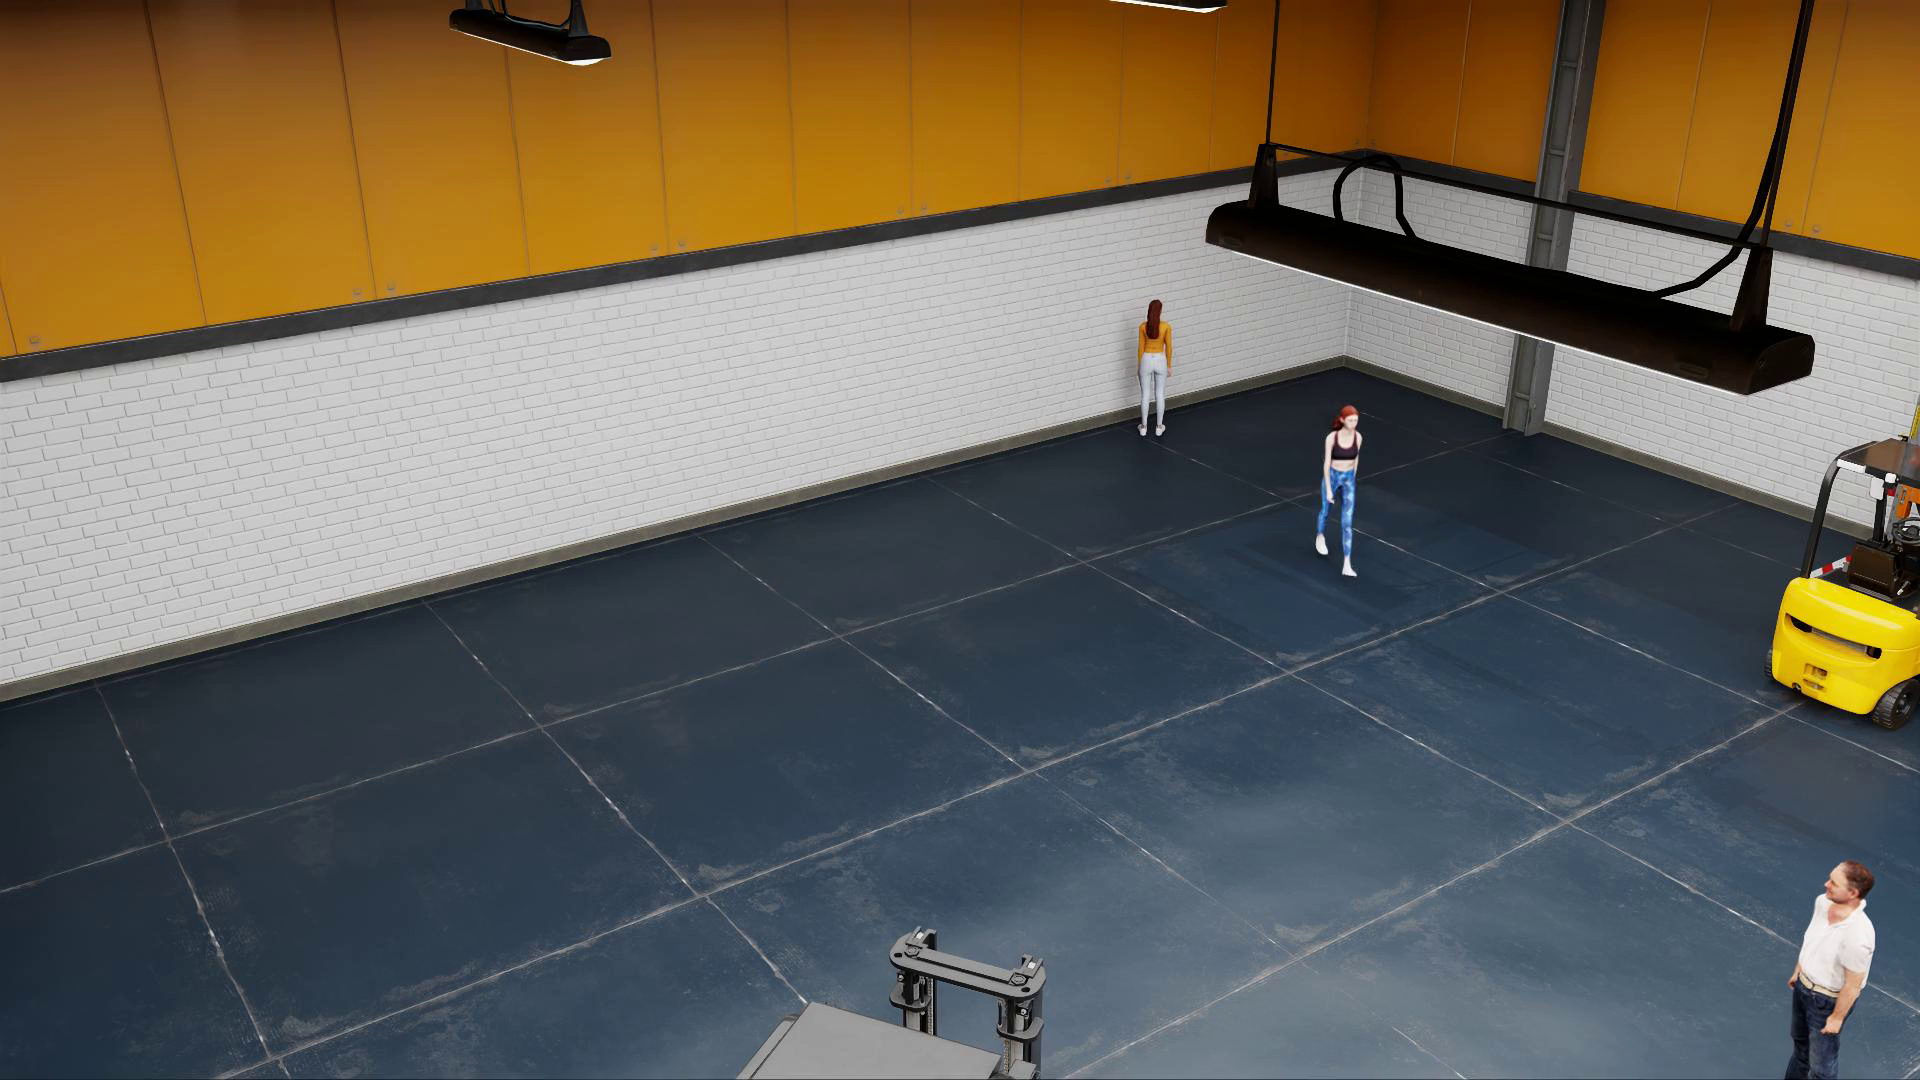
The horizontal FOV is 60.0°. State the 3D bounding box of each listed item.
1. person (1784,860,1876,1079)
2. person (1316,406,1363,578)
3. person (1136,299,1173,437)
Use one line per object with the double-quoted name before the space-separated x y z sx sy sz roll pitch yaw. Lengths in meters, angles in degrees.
"person" 5.029 2.648 9.643 0.812 1.855 0.724 1 24 3
"person" 3.847 -0.544 17.114 0.994 1.719 1.296 -3 24 -6
"person" 2.418 -2.162 20.776 0.692 1.751 0.740 2 24 5
